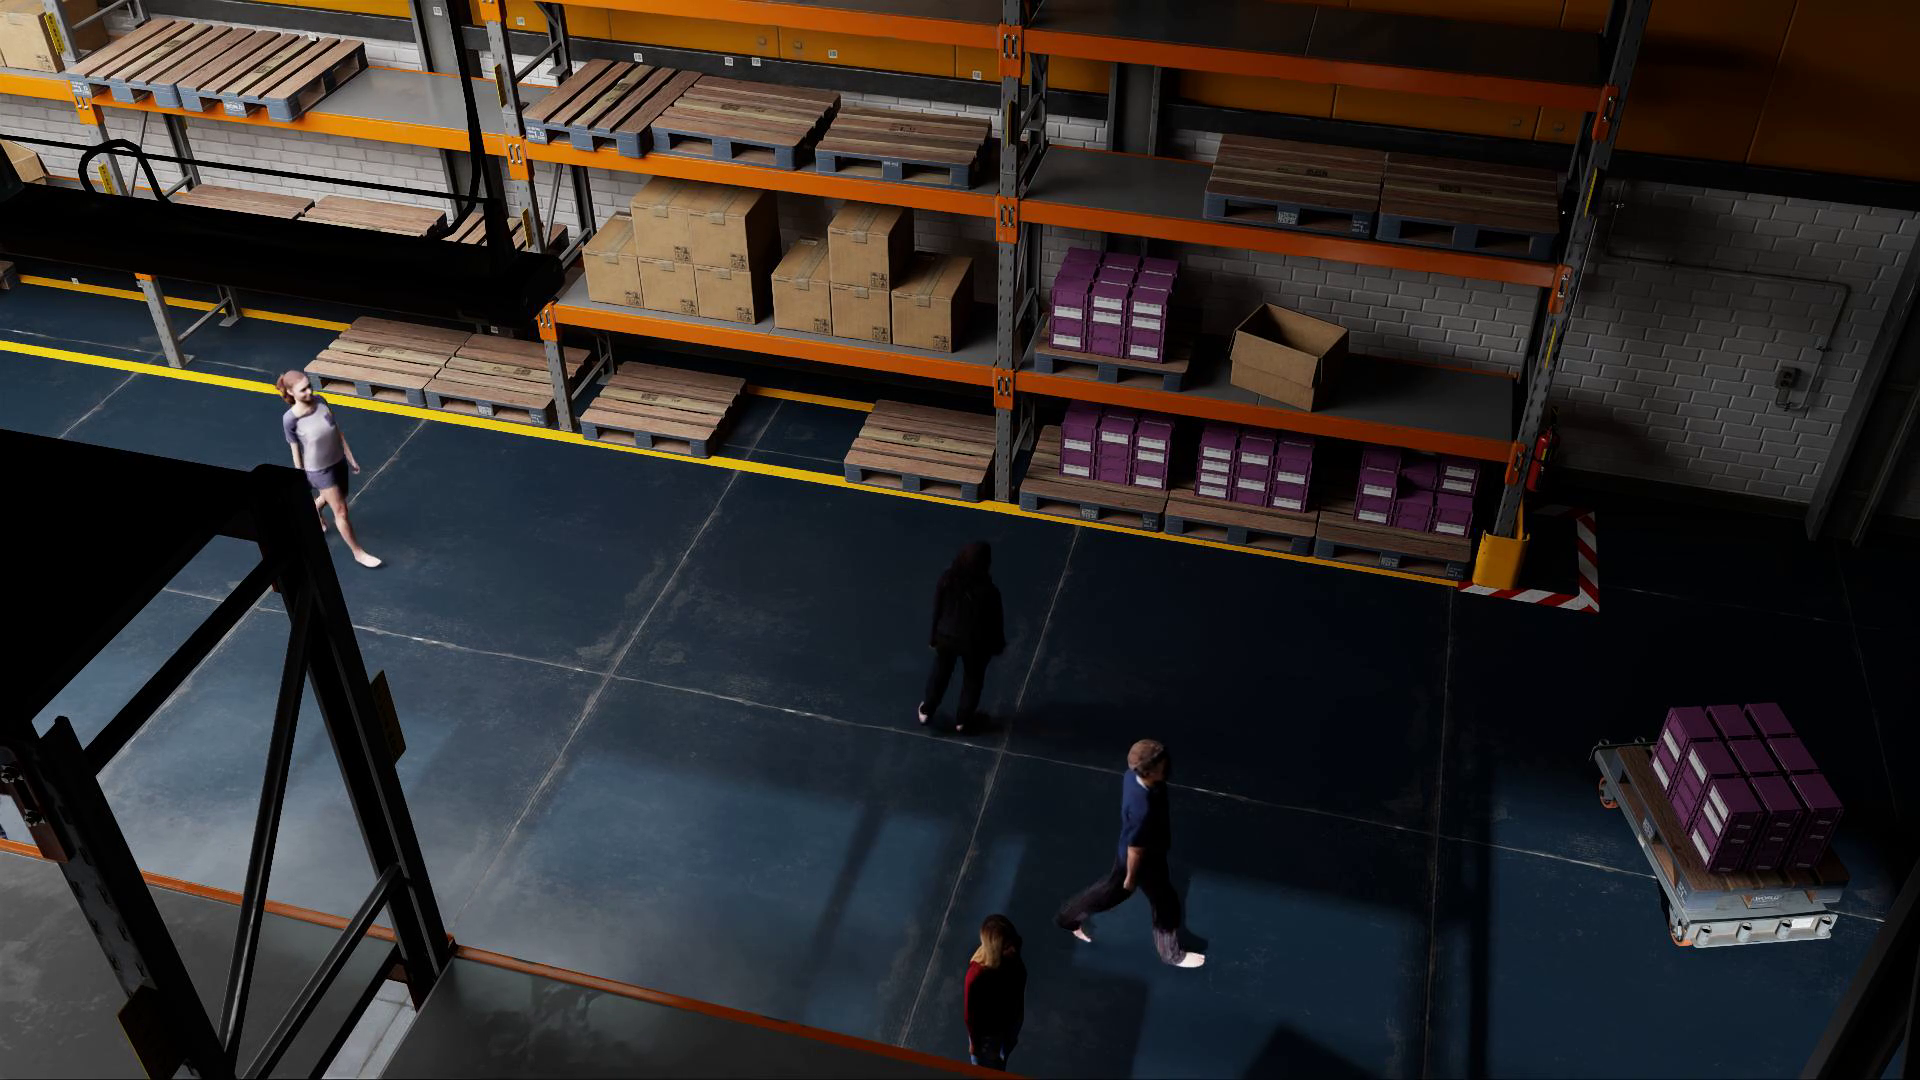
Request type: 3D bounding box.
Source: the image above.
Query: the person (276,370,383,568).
[{"bbox_3d":[-5.005,-0.607,12.968,1.133,1.737,0.765,19,42,22],"label":"person"}]

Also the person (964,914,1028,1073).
[{"bbox_3d":[0.197,2.601,9.034,0.650,1.635,0.672,24,45,27],"label":"person"}]

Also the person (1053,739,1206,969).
[{"bbox_3d":[0.981,1.856,9.811,1.214,1.829,0.784,4,39,5],"label":"person"}]

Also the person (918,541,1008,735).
[{"bbox_3d":[0.006,0.703,11.446,0.660,1.591,0.847,5,39,6],"label":"person"}]
